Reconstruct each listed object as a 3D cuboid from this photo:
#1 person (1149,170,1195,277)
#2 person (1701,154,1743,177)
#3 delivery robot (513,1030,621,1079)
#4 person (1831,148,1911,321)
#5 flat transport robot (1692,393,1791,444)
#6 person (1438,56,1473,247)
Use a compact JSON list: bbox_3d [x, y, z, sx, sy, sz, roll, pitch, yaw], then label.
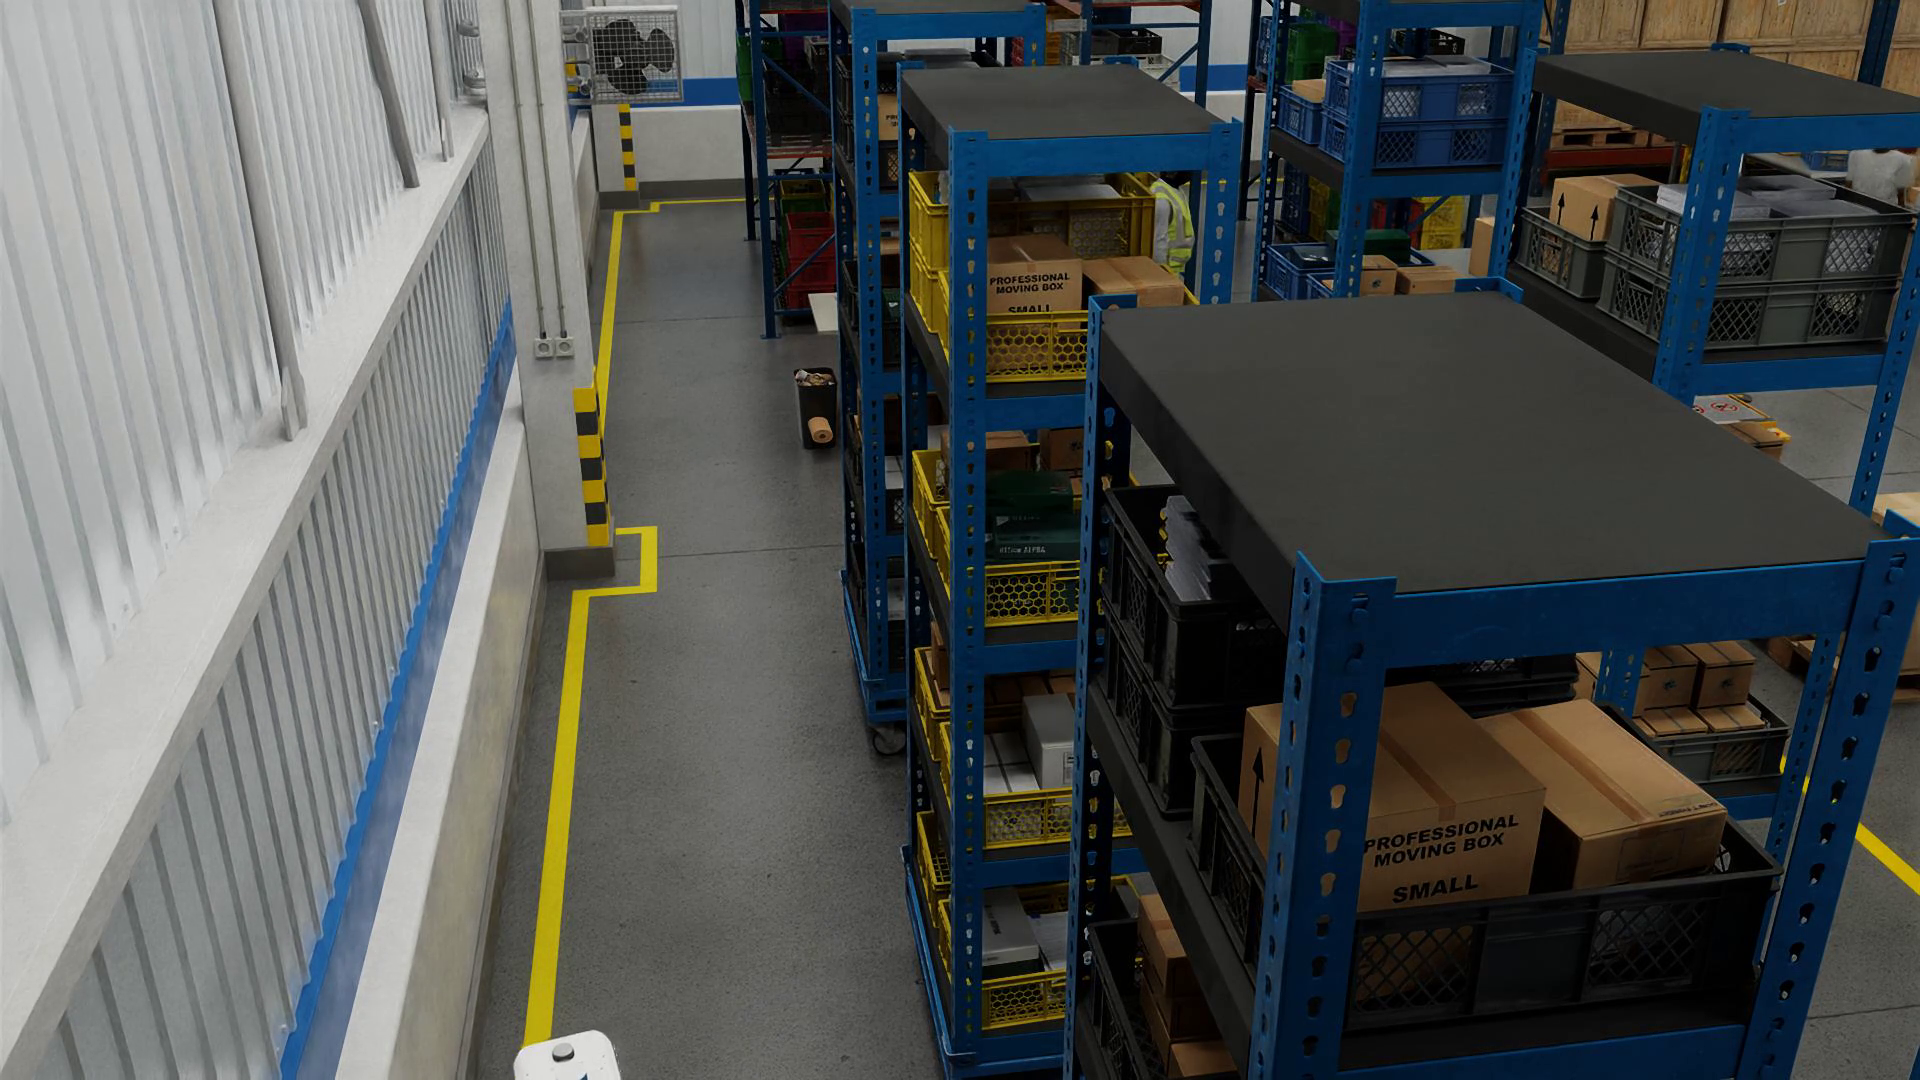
[{"bbox_3d":[1.626,-2.171,13.135,0.430,1.837,0.629,6,25,14],"label":"person"},{"bbox_3d":[6.834,-3.070,15.033,0.578,1.878,0.343,-21,32,-38],"label":"person"},{"bbox_3d":[-1.278,1.961,5.557,0.477,0.478,0.707,-9,26,-19],"label":"delivery robot"},{"bbox_3d":[7.822,-2.707,14.280,0.598,1.850,0.341,19,31,35],"label":"person"},{"bbox_3d":[5.224,-0.859,12.132,1.431,0.197,0.652,-4,25,-8],"label":"flat transport robot"},{"bbox_3d":[5.029,-3.897,16.778,0.637,1.929,0.493,-19,31,-36],"label":"person"}]
